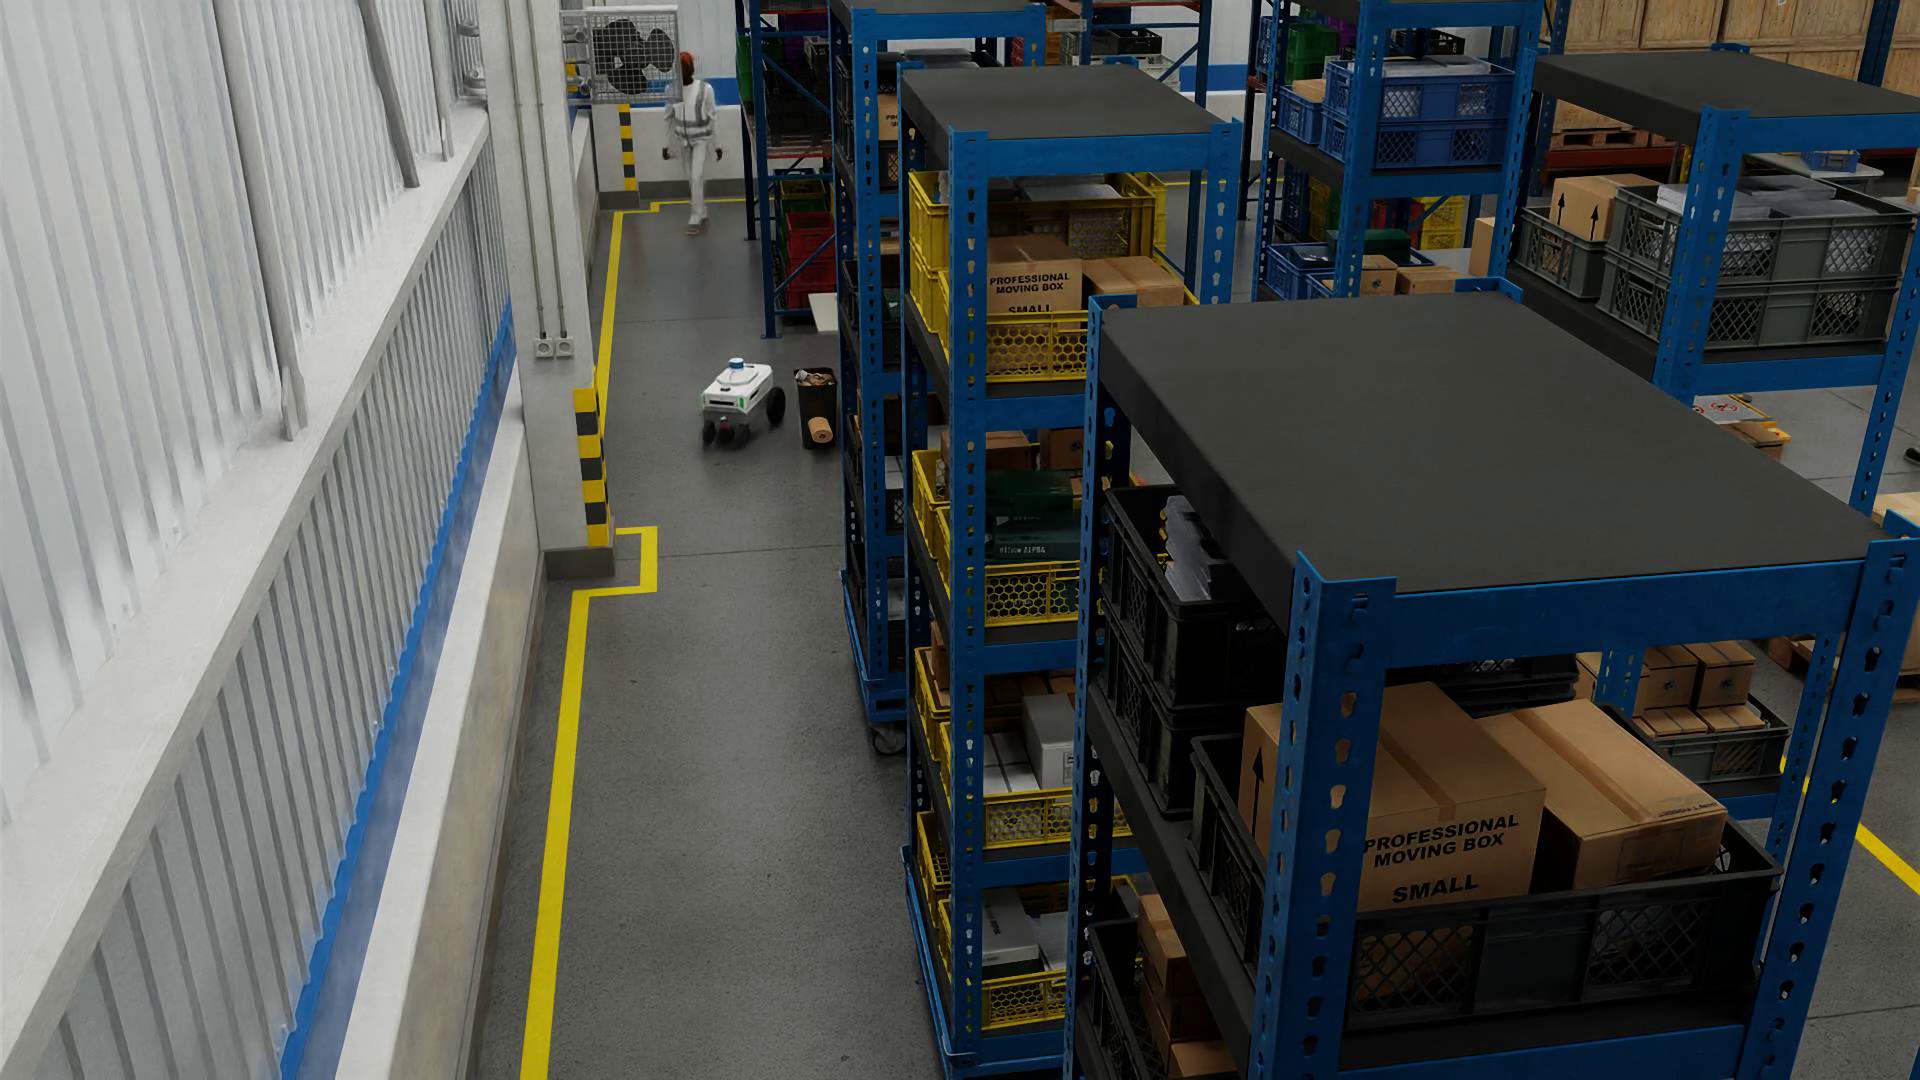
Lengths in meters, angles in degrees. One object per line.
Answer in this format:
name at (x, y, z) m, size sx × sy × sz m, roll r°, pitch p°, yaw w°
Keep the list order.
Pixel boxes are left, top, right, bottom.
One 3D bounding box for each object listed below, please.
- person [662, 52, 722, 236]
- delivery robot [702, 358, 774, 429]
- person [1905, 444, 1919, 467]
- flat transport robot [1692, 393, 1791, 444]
person at (-2.846, -4.101, 17.292) m, size 0.602 × 1.855 × 0.796 m, roll 10°, pitch 26°, yaw 20°
delivery robot at (-1.626, -1.089, 12.182) m, size 0.477 × 0.478 × 0.707 m, roll 5°, pitch 26°, yaw 11°
person at (6.921, -1.364, 11.391) m, size 0.591 × 1.825 × 0.403 m, roll 3°, pitch 25°, yaw 7°
flat transport robot at (5.224, -0.859, 12.132) m, size 1.431 × 0.197 × 0.652 m, roll -4°, pitch 25°, yaw -8°
